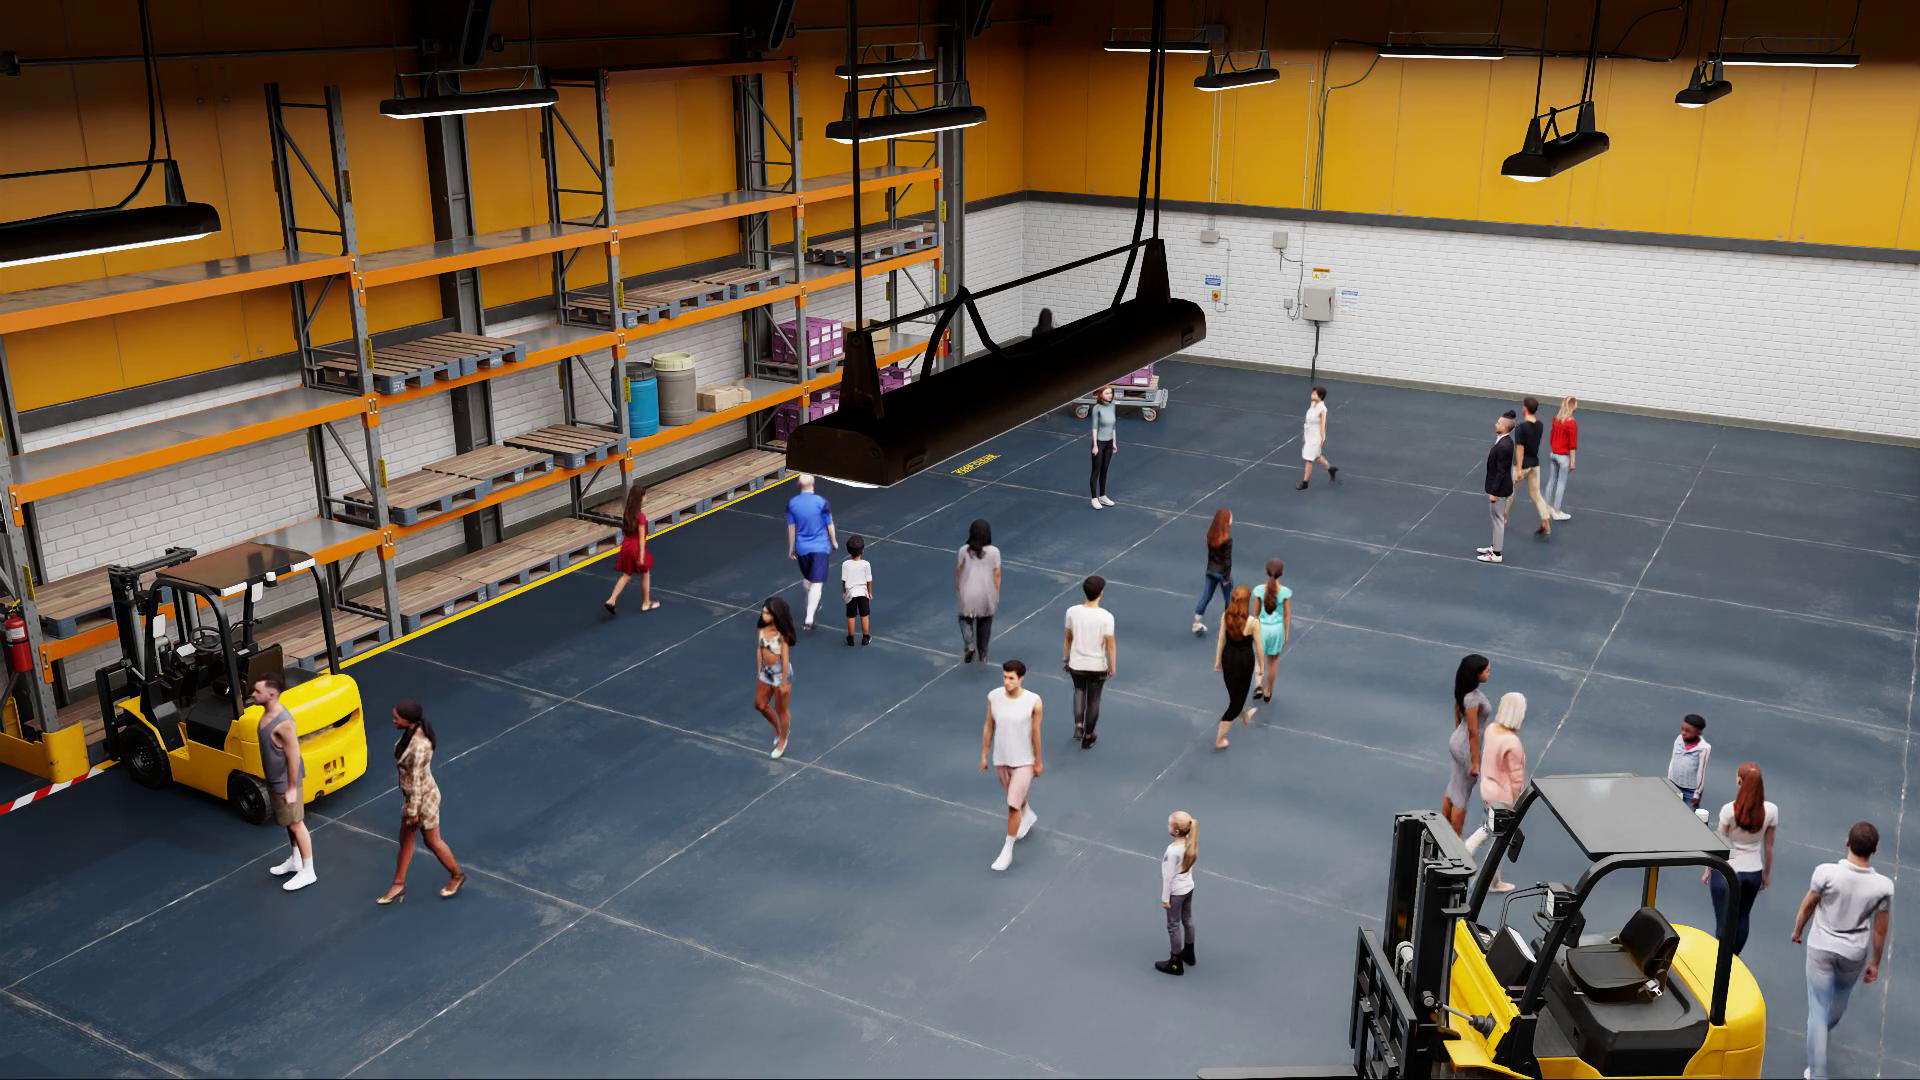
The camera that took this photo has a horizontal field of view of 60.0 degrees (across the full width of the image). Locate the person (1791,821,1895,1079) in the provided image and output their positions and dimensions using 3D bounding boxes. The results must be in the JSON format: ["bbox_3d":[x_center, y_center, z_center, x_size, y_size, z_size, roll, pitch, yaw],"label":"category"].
[{"bbox_3d":[5.761,2.770,10.921,0.853,1.794,1.276,5,19,16],"label":"person"}]

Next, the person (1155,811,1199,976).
[{"bbox_3d":[1.626,2.586,12.283,0.581,1.274,0.462,14,23,37],"label":"person"}]

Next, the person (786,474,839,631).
[{"bbox_3d":[-1.672,0.153,18.677,0.860,1.804,1.216,5,19,15],"label":"person"}]

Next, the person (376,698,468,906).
[{"bbox_3d":[-4.165,2.061,13.082,1.032,1.759,0.896,-9,21,-25],"label":"person"}]

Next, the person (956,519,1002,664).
[{"bbox_3d":[0.183,0.585,17.728,0.834,1.592,0.912,-1,19,-2],"label":"person"}]

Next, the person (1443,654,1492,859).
[{"bbox_3d":[4.199,1.788,13.859,0.724,1.781,0.610,0,19,1],"label":"person"}]

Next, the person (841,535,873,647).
[{"bbox_3d":[-1.138,0.556,18.334,0.577,1.260,0.620,-2,19,-5],"label":"person"}]

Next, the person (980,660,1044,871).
[{"bbox_3d":[0.494,1.797,13.883,0.663,1.748,1.118,10,21,28],"label":"person"}]

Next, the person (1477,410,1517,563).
[{"bbox_3d":[6.807,-0.695,20.969,0.815,1.950,0.609,6,19,17],"label":"person"}]

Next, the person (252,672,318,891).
[{"bbox_3d":[-5.426,1.901,13.368,0.713,1.847,0.712,-13,23,-34],"label":"person"}]

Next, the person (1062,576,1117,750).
[{"bbox_3d":[1.188,1.182,15.767,0.692,1.712,0.631,7,20,19],"label":"person"}]

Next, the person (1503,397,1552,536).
[{"bbox_3d":[7.512,-0.918,21.847,1.221,1.811,1.180,-8,20,-22],"label":"person"}]

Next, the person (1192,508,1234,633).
[{"bbox_3d":[2.832,0.369,18.594,1.040,1.448,0.803,-14,23,-35],"label":"person"}]

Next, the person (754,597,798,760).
[{"bbox_3d":[-1.680,1.273,15.645,0.609,1.616,0.636,15,24,37],"label":"person"}]

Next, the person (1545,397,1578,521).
[{"bbox_3d":[8.185,-1.125,22.631,0.714,1.704,0.680,-7,20,-19],"label":"person"}]

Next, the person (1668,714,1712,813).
[{"bbox_3d":[6.102,2.038,13.937,0.613,1.256,0.570,-10,21,-27],"label":"person"}]

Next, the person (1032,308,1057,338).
[{"bbox_3d":[1.435,-3.060,28.403,0.815,1.686,1.185,4,19,11],"label":"person"}]

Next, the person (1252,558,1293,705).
[{"bbox_3d":[3.117,0.942,16.734,0.635,1.549,0.742,5,19,14],"label":"person"}]

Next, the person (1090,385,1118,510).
[{"bbox_3d":[1.983,-1.311,23.123,0.600,1.742,0.717,-14,23,-35],"label":"person"}]

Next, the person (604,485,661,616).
[{"bbox_3d":[-3.800,0.142,19.142,0.654,1.529,0.976,14,23,36],"label":"person"}]

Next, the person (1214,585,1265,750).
[{"bbox_3d":[2.599,1.239,15.807,0.681,1.578,1.112,14,23,35],"label":"person"}]

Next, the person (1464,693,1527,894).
[{"bbox_3d":[4.219,2.032,13.242,0.894,1.712,0.840,-3,19,-9],"label":"person"}]

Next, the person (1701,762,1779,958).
[{"bbox_3d":[5.630,2.436,12.000,0.747,1.739,0.816,1,19,2],"label":"person"}]

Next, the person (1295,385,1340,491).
[{"bbox_3d":[5.163,-1.474,23.932,0.963,1.534,0.937,-4,19,-11],"label":"person"}]
